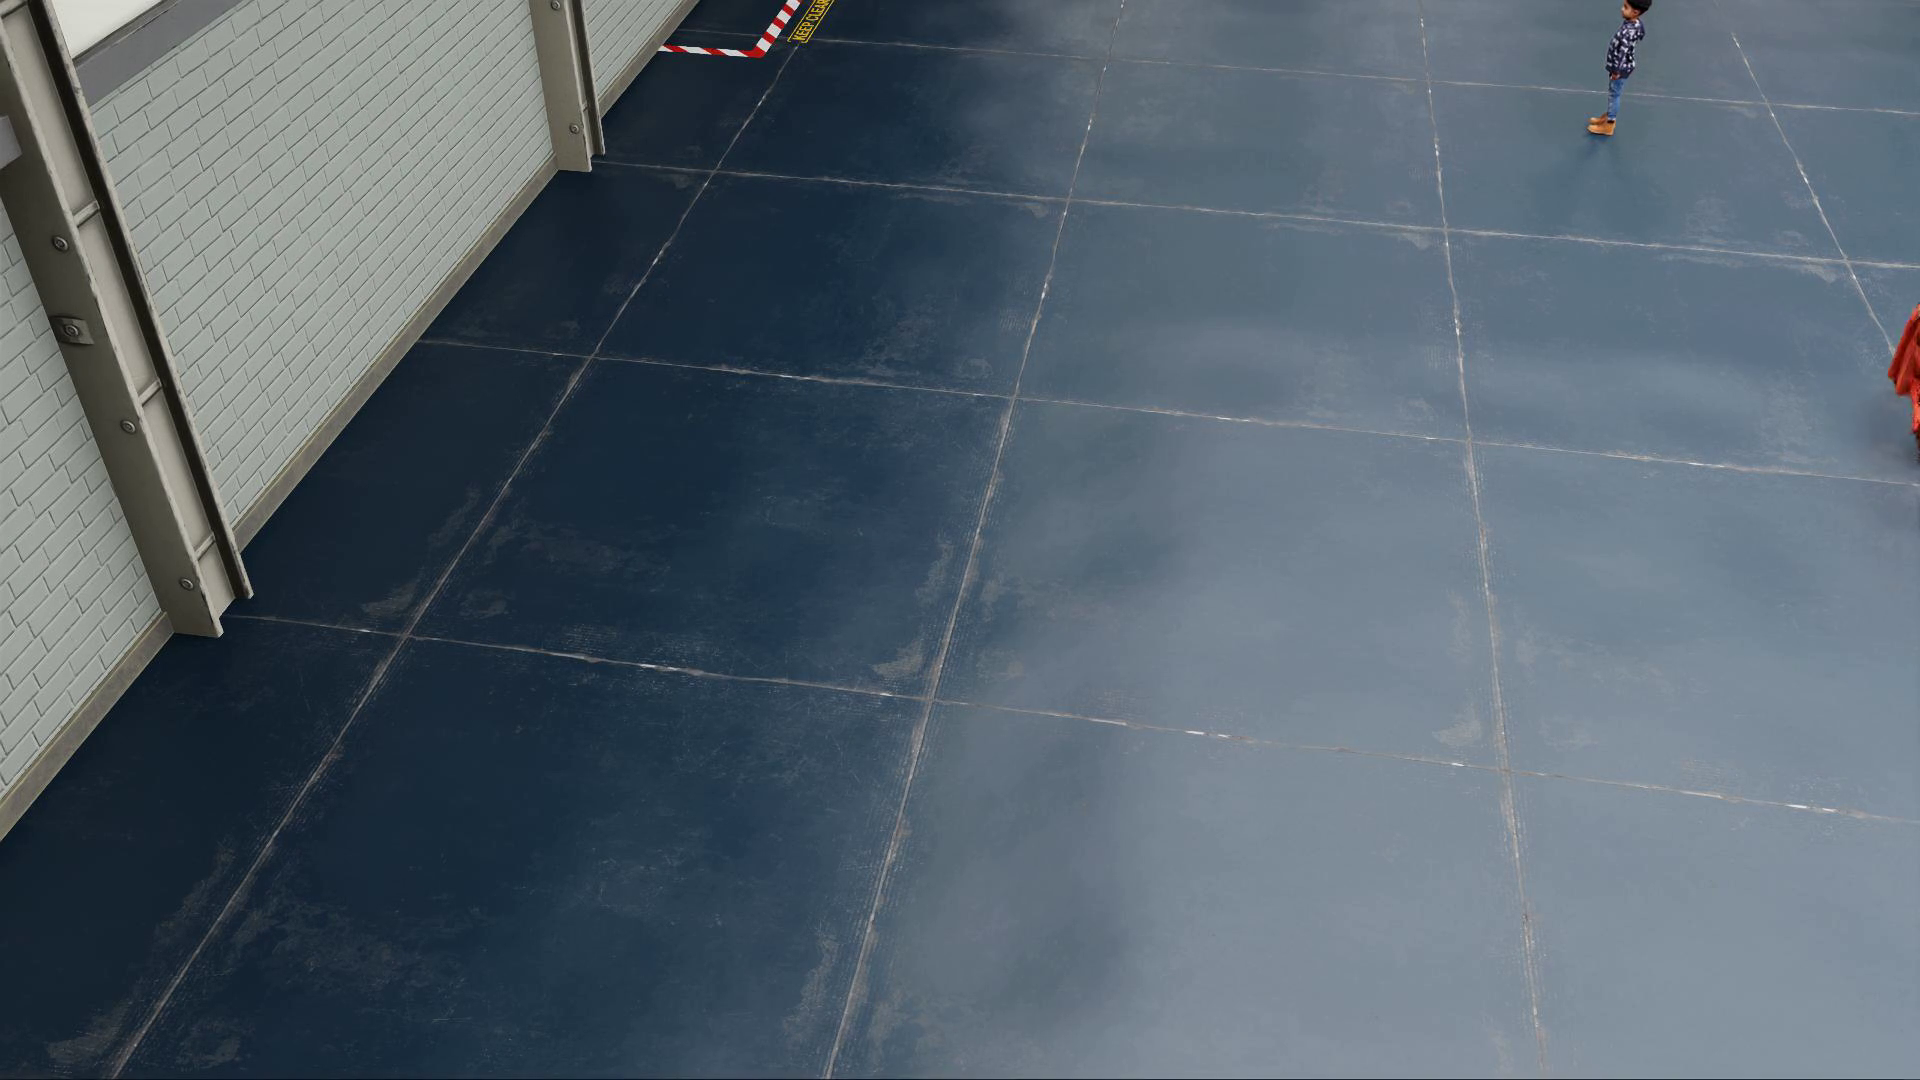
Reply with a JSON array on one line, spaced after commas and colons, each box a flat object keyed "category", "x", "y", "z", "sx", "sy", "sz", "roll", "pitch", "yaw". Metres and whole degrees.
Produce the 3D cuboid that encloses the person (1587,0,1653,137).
[{"category": "person", "x": 5.665, "y": -4.097, "z": 14.232, "sx": 0.582, "sy": 1.252, "sz": 0.470, "roll": 12, "pitch": 40, "yaw": 15}]
